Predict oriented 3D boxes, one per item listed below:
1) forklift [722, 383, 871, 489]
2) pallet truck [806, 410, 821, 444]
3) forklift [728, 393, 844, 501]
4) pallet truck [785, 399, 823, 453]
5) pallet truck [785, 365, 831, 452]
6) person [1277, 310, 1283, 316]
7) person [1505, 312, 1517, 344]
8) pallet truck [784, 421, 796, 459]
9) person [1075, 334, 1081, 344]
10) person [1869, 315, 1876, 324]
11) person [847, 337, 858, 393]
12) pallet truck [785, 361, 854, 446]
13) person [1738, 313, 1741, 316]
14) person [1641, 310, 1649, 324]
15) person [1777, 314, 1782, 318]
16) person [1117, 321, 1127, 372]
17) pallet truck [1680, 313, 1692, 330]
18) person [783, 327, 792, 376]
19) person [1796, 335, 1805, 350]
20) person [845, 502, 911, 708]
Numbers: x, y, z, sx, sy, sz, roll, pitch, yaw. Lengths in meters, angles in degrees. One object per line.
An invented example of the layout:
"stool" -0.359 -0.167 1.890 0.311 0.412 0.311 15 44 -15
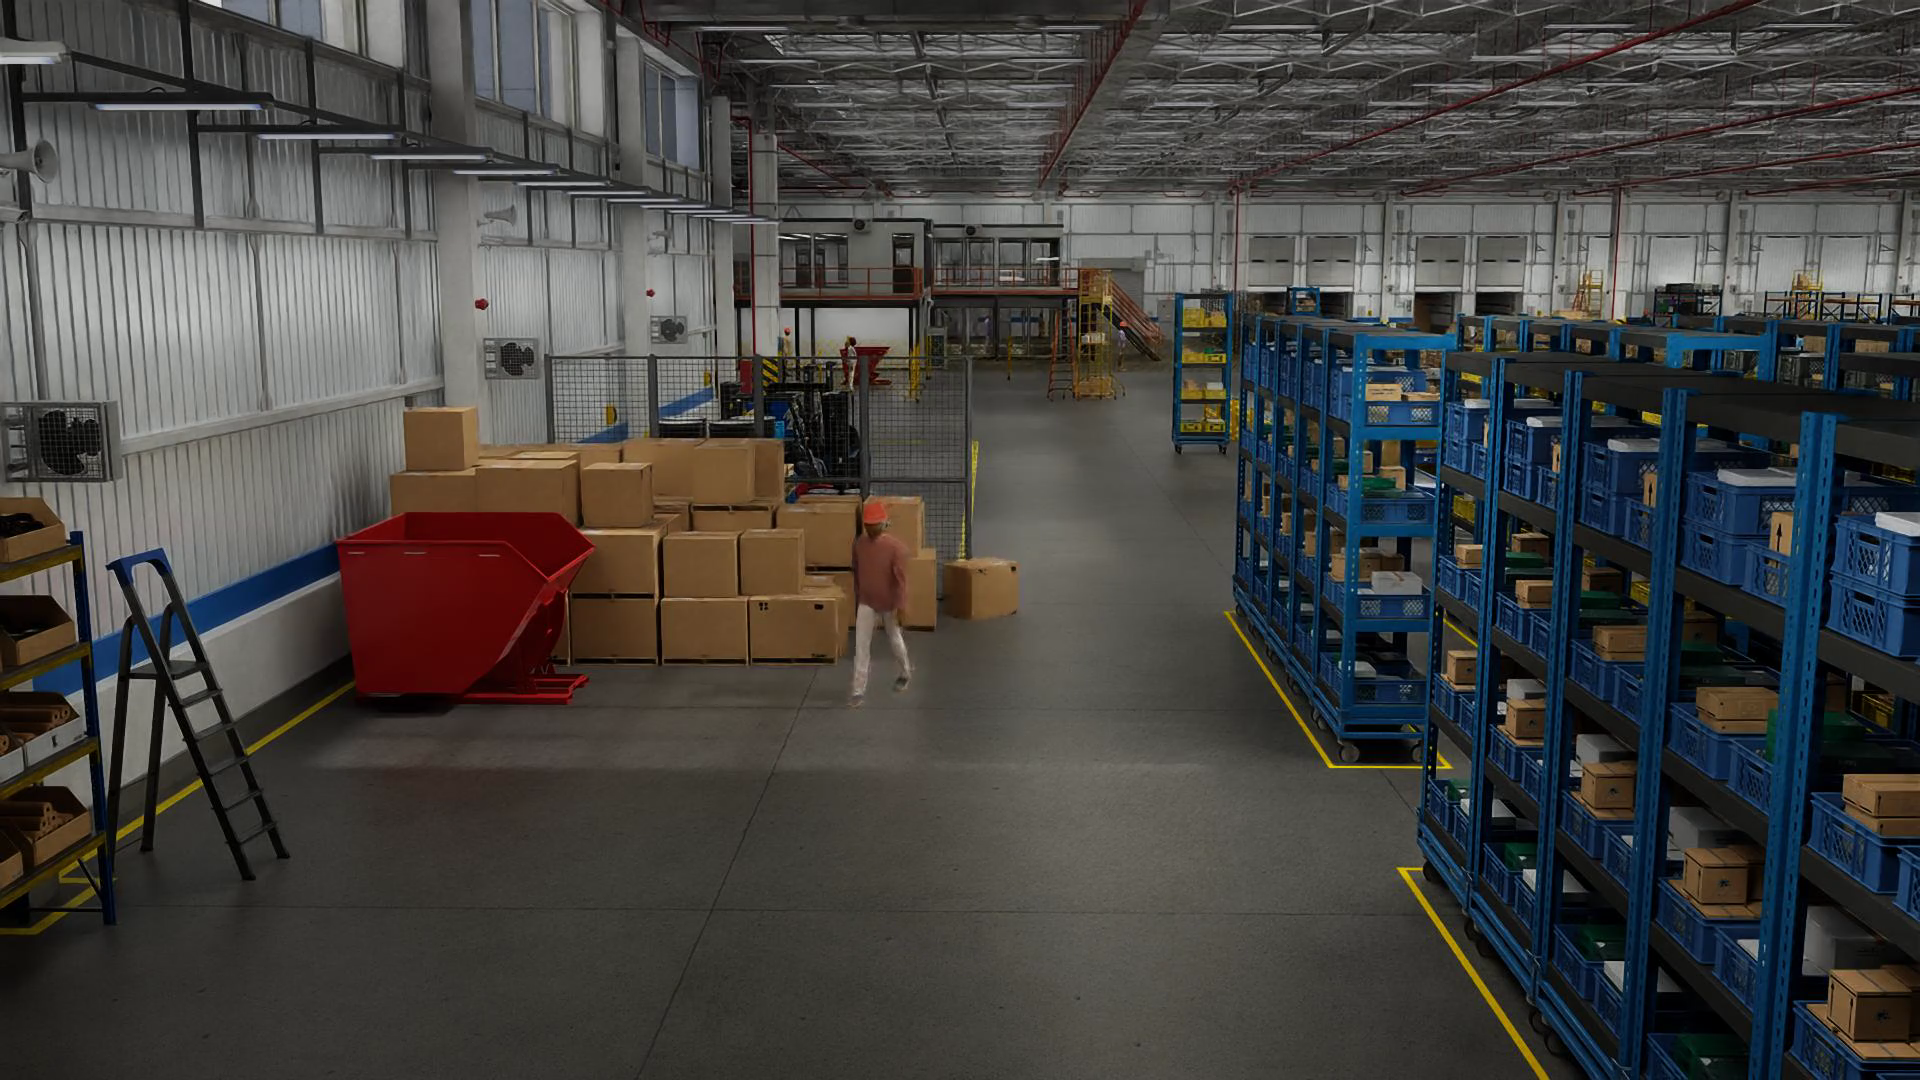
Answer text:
"forklift" -2.893 -1.687 28.729 2.680 1.987 1.157 0 9 -1
"pallet truck" -3.559 -2.018 33.905 1.522 1.261 0.704 0 9 -1
"forklift" -2.979 -1.316 26.476 2.680 1.987 1.157 0 9 1
"pallet truck" -3.814 -2.432 36.419 1.630 1.274 0.653 0 9 1
"pallet truck" -3.774 -2.976 37.635 1.885 1.965 0.823 1 9 5
"person" 17.293 -11.493 90.180 0.378 1.996 0.610 0 9 2
"person" 29.691 -11.300 89.347 0.989 1.884 0.590 7 11 36
"pallet truck" -4.013 -1.793 32.705 1.601 1.201 0.680 0 9 1
"person" 6.755 -11.579 91.519 0.869 1.724 0.546 -4 10 -22
"person" 49.126 -11.265 89.546 0.298 1.745 0.484 0 9 2
"person" -3.615 -5.859 55.775 0.354 1.883 0.573 0 9 2
"pallet truck" -3.410 -3.193 38.978 1.885 1.965 0.823 0 9 -1
"person" 40.983 -11.012 87.599 0.327 1.874 0.520 0 9 2
"person" 36.690 -11.318 89.133 0.393 1.985 0.610 0 9 2
"person" 43.853 -11.224 89.155 0.956 1.797 0.519 5 10 26
"person" 6.603 -7.880 67.742 0.379 2.045 0.605 0 9 2
"pallet truck" 36.315 -10.531 84.244 0.823 1.965 1.885 -6 11 -33
"person" -6.703 -7.287 64.445 0.374 1.928 0.543 0 9 2
"person" 33.645 -7.531 66.658 0.320 1.698 0.531 0 9 2
"person" -0.749 0.577 15.930 0.624 1.942 1.032 4 10 23
